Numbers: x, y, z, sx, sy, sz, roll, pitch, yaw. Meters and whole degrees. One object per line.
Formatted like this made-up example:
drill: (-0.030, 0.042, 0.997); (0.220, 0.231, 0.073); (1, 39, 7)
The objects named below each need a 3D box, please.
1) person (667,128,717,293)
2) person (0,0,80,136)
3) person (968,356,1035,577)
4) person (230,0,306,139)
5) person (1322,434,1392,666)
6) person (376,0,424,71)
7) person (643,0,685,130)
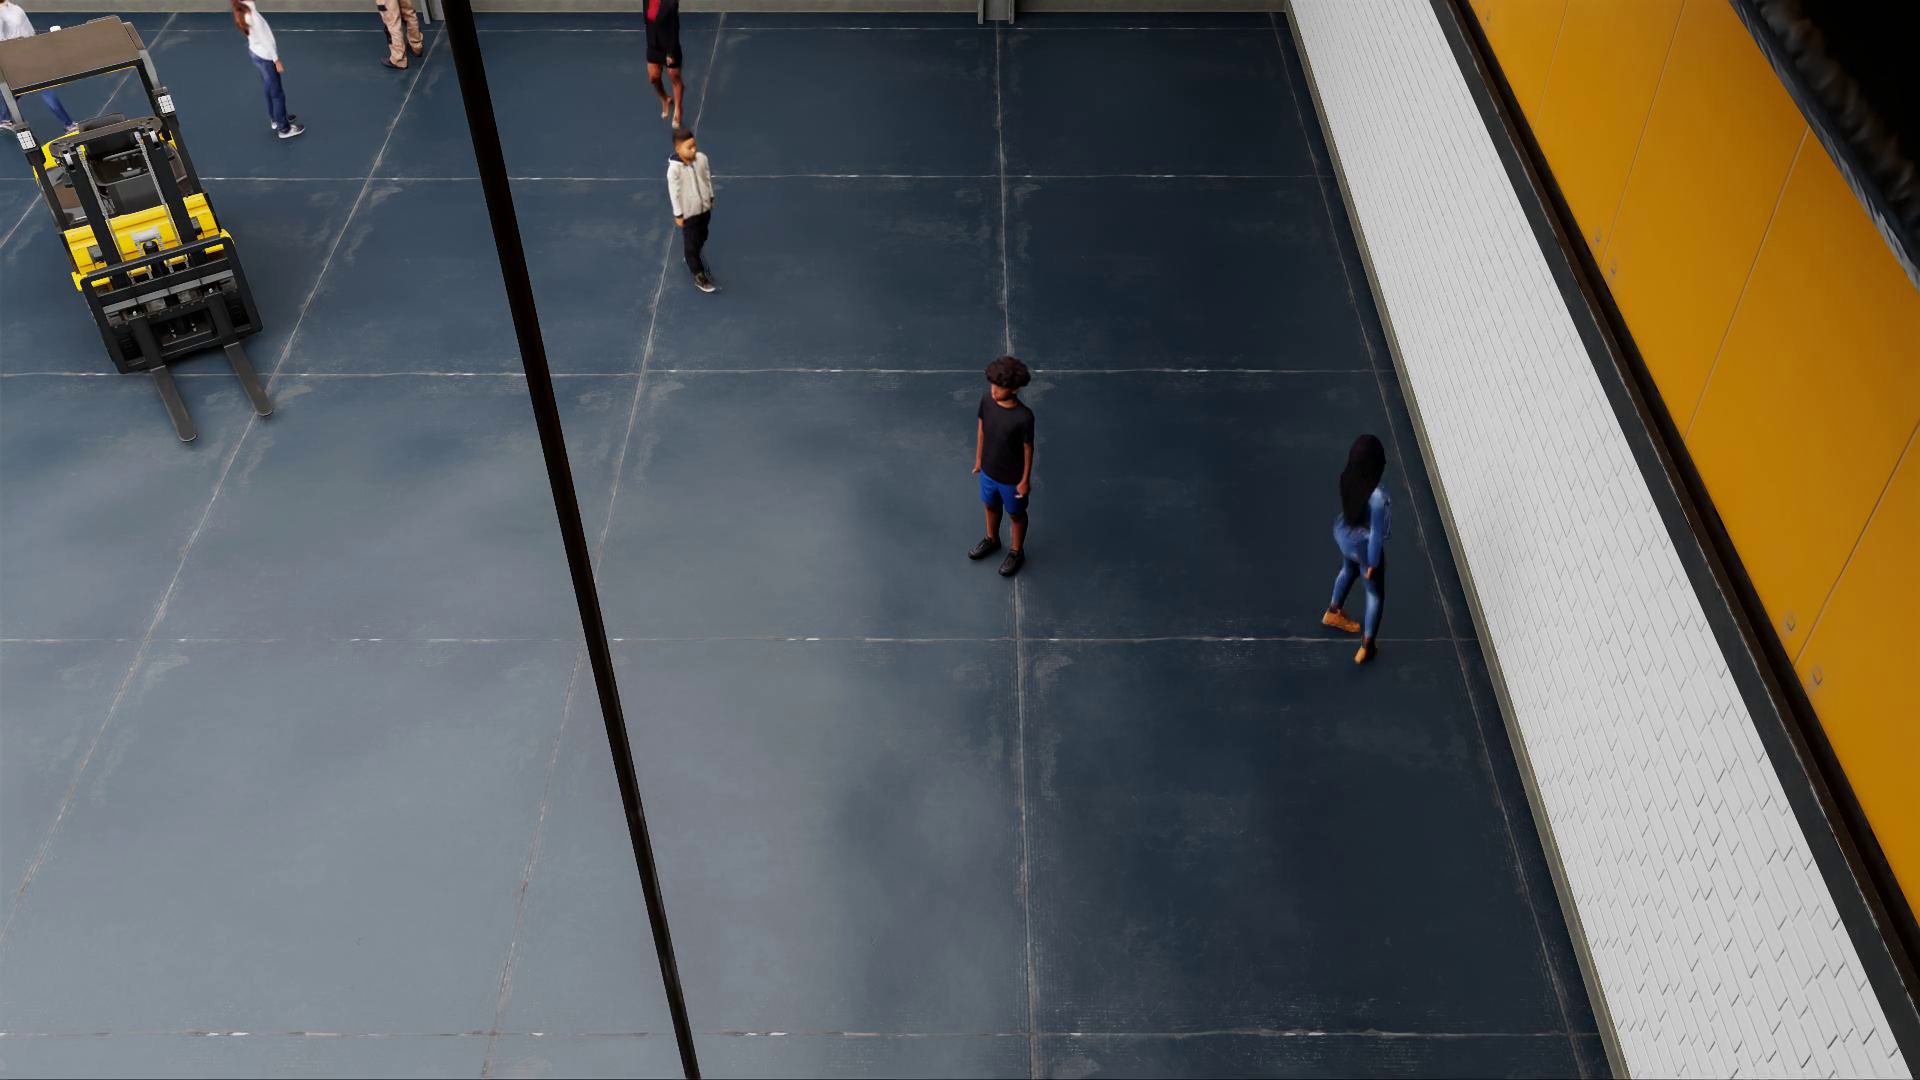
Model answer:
person: (-2.290, -2.841, 14.071); (0.861, 1.466, 0.793); (29, 51, 27)
person: (-9.008, -4.578, 15.735); (1.171, 1.686, 0.819); (-9, 44, -9)
person: (0.313, -0.515, 11.390); (0.690, 1.797, 0.768); (29, 51, 27)
person: (-6.647, -4.592, 15.843); (0.692, 1.558, 0.636); (-32, 52, -29)
person: (2.532, 0.014, 10.914); (0.749, 1.687, 0.826); (-1, 44, -1)
person: (-5.791, -5.681, 16.778); (0.871, 1.845, 0.832); (20, 47, 19)
person: (-2.783, -4.714, 15.920); (0.629, 1.629, 0.714); (16, 46, 17)
